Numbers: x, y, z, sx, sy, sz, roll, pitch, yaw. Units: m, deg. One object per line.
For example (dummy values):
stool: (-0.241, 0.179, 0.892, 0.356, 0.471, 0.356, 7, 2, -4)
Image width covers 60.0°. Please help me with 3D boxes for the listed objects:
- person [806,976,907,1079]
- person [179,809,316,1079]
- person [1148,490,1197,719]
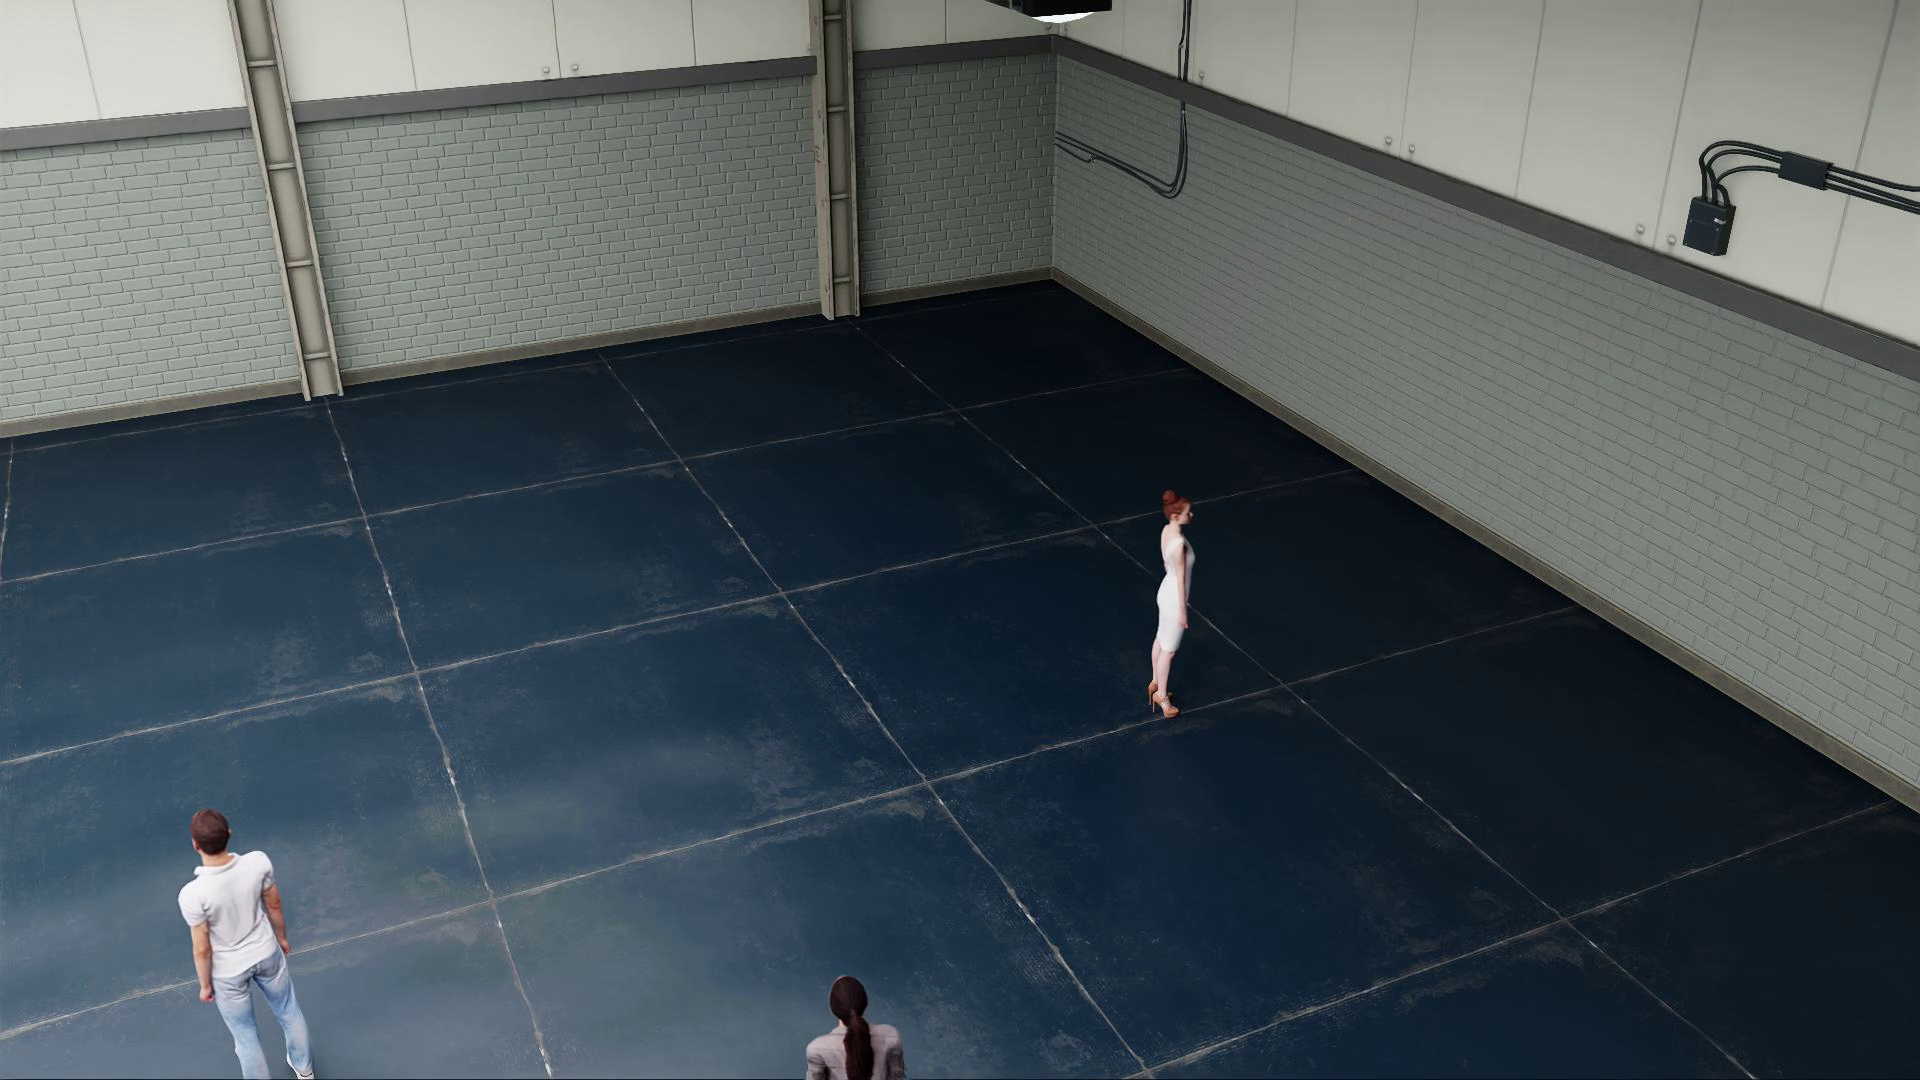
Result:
person: (-0.456, 2.758, 7.728, 0.919, 1.661, 0.836, -4, 28, -8)
person: (-3.709, 2.184, 8.635, 0.791, 1.851, 0.653, 19, 33, 33)
person: (1.530, 0.457, 12.053, 0.593, 1.793, 0.632, -2, 27, -4)
